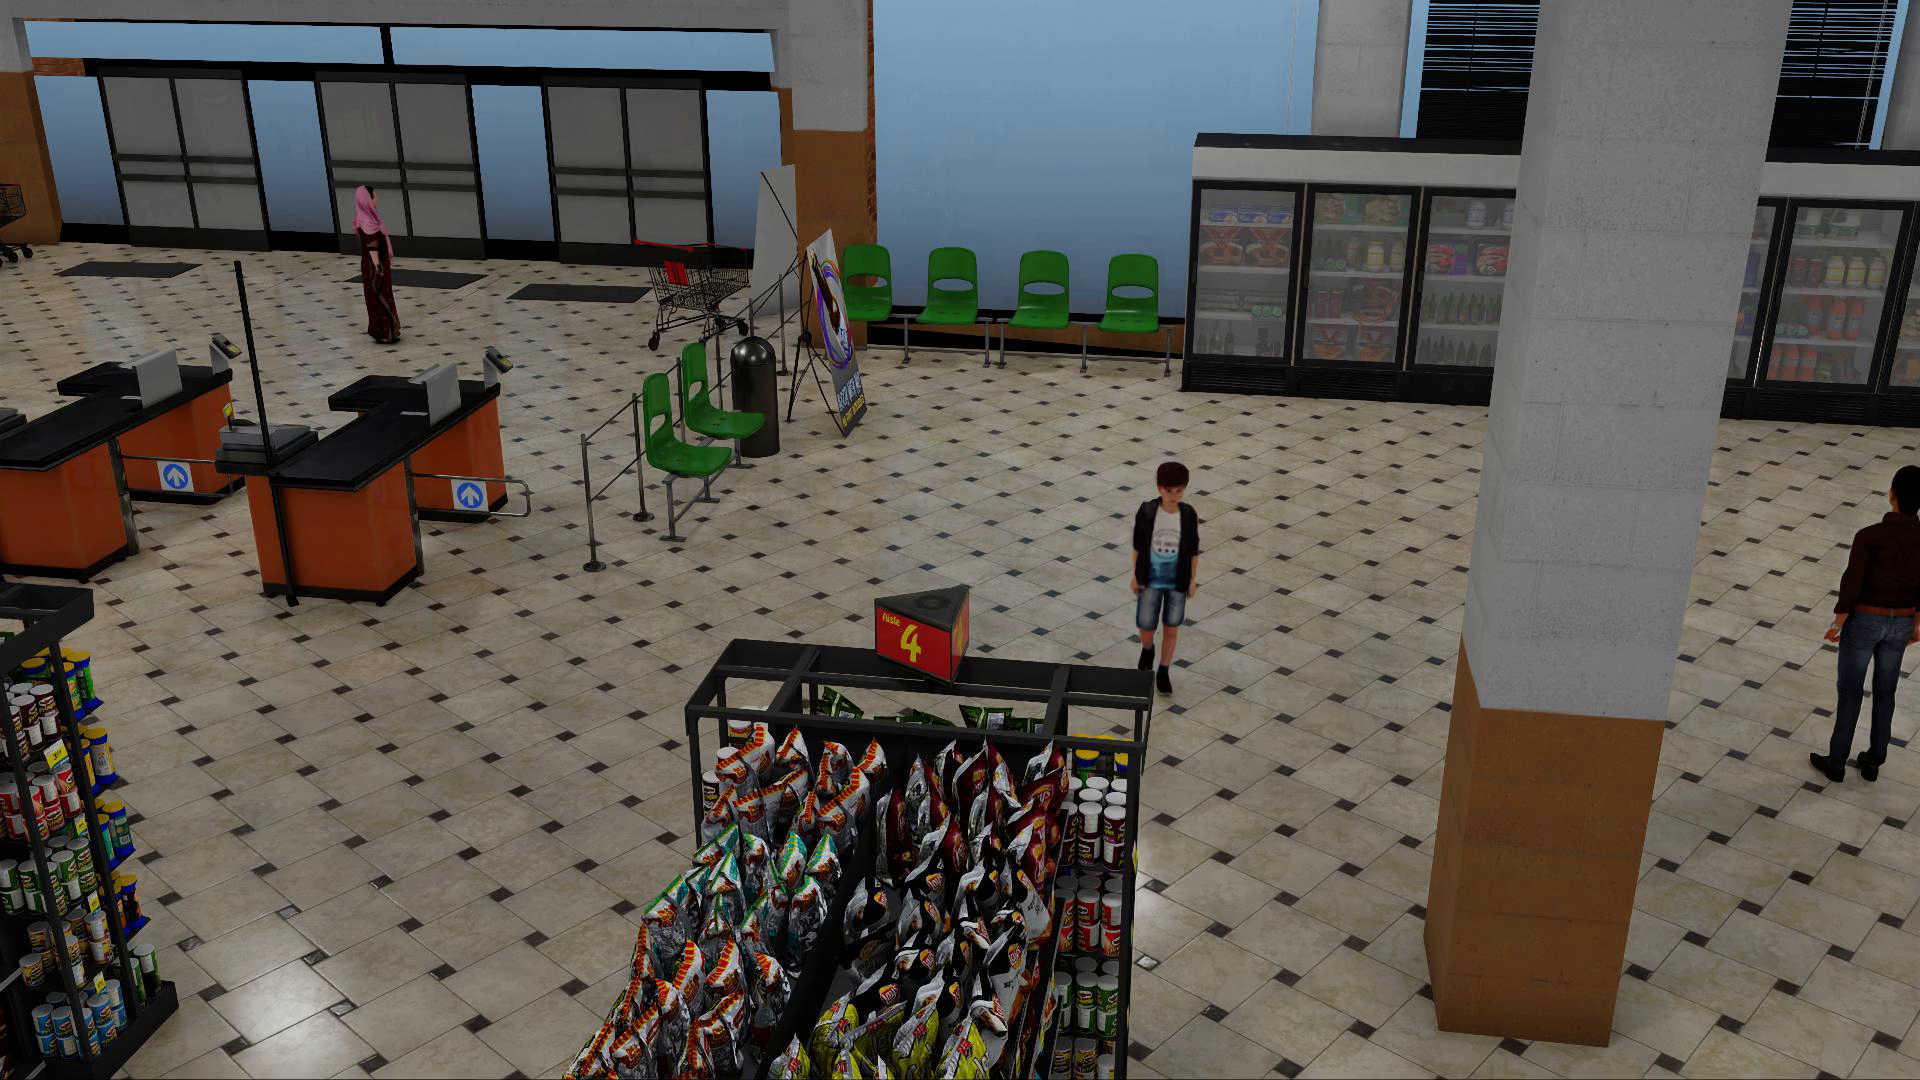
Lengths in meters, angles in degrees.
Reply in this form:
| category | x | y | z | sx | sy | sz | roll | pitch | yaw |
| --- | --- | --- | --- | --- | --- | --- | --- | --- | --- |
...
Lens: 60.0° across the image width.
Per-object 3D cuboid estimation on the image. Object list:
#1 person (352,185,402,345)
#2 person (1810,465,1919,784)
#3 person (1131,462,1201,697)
| category | x | y | z | sx | sy | sz | roll | pitch | yaw |
| --- | --- | --- | --- | --- | --- | --- | --- | --- | --- |
| person | -6.075 | -2.864 | 17.273 | 0.816 | 1.638 | 0.696 | -6 | 23 | -15 |
| person | 4.879 | 0.455 | 8.821 | 0.684 | 1.781 | 0.570 | 0 | 22 | 1 |
| person | 1.206 | 0.204 | 9.899 | 0.606 | 1.442 | 0.656 | 0 | 22 | -1 |
